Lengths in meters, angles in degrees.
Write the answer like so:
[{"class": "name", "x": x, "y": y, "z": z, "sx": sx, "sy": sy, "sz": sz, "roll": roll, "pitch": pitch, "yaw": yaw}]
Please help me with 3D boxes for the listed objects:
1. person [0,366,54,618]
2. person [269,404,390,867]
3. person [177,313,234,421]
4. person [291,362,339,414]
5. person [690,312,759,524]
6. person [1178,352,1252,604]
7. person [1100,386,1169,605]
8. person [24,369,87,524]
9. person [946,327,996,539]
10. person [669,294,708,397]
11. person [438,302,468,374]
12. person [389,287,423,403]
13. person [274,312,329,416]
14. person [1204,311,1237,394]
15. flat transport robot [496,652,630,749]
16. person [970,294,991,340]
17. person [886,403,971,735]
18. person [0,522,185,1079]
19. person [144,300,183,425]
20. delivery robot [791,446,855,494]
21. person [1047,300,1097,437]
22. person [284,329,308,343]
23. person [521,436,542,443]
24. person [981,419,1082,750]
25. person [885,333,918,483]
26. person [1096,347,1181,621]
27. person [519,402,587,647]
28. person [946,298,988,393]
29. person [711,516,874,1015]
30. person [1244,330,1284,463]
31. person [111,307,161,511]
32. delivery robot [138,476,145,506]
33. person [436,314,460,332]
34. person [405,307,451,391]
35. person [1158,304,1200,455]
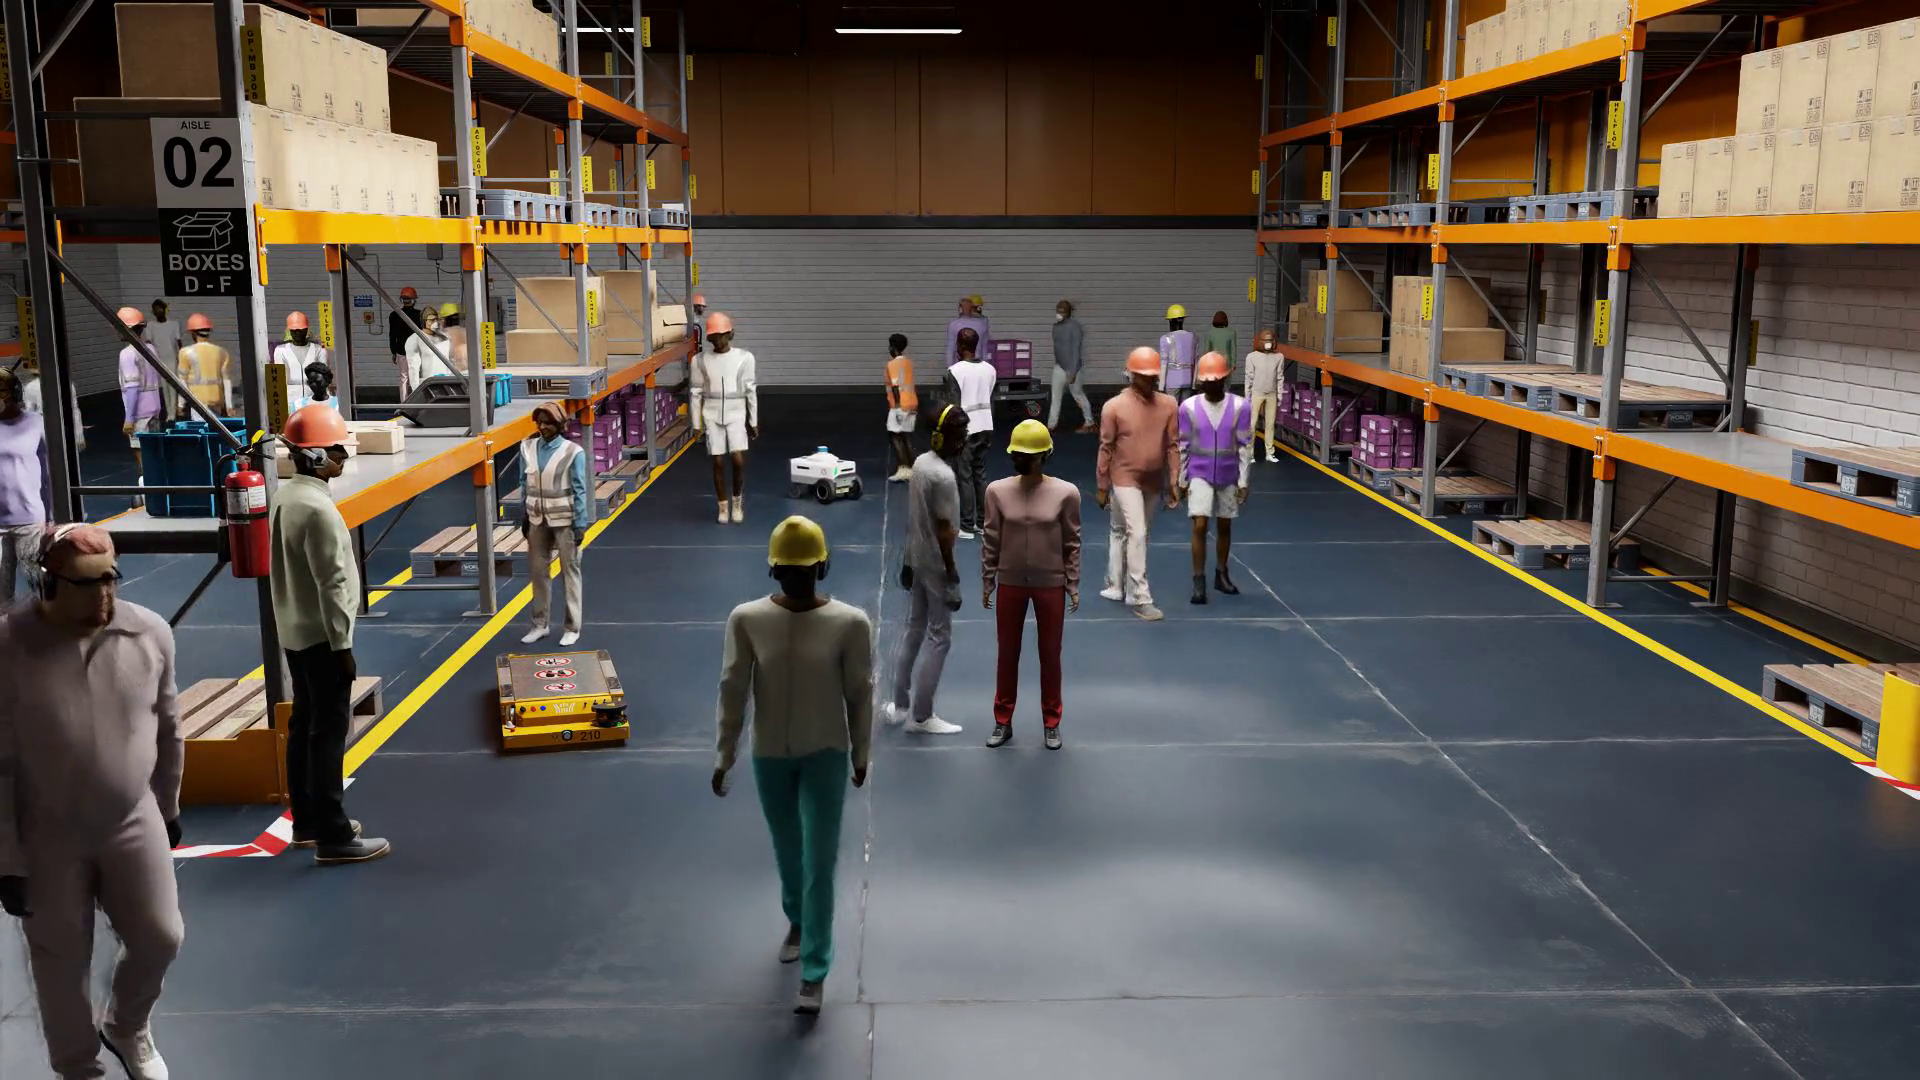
[{"class": "person", "x": -5.759, "y": -0.089, "z": 10.126, "sx": 0.632, "sy": 1.940, "sz": 0.372, "roll": -2, "pitch": 10, "yaw": -9}, {"class": "person", "x": -2.761, "y": 0.405, "z": 7.220, "sx": 0.396, "sy": 1.992, "sz": 0.623, "roll": -8, "pitch": 13, "yaw": -38}, {"class": "person", "x": -8.280, "y": -1.545, "z": 18.362, "sx": 0.900, "sy": 1.907, "sz": 0.539, "roll": 7, "pitch": 12, "yaw": 33}, {"class": "person", "x": -5.290, "y": -0.635, "z": 13.839, "sx": 0.531, "sy": 1.697, "sz": 0.322, "roll": -1, "pitch": 10, "yaw": -4}, {"class": "person", "x": -2.233, "y": -1.132, "z": 15.713, "sx": 0.640, "sy": 2.016, "sz": 0.592, "roll": -1, "pitch": 10, "yaw": -3}, {"class": "person", "x": 1.903, "y": -0.473, "z": 12.485, "sx": 0.547, "sy": 1.882, "sz": 0.694, "roll": 1, "pitch": 10, "yaw": 5}, {"class": "person", "x": 1.279, "y": -0.327, "z": 12.379, "sx": 0.535, "sy": 1.614, "sz": 0.409, "roll": 5, "pitch": 11, "yaw": 27}, {"class": "person", "x": -8.537, "y": -0.948, "z": 15.583, "sx": 0.497, "sy": 1.700, "sz": 0.849, "roll": 2, "pitch": 10, "yaw": 10}, {"class": "person", "x": 0.110, "y": -0.967, "z": 15.106, "sx": 0.383, "sy": 1.911, "sz": 0.602, "roll": 9, "pitch": 13, "yaw": 41}, {"class": "person", "x": -4.222, "y": -2.821, "z": 25.499, "sx": 0.823, "sy": 1.897, "sz": 0.588, "roll": -5, "pitch": 11, "yaw": -24}, {"class": "person", "x": -6.503, "y": -2.113, "z": 21.524, "sx": 0.584, "sy": 1.893, "sz": 0.624, "roll": 9, "pitch": 14, "yaw": 41}, {"class": "person", "x": -8.436, "y": -2.889, "z": 25.577, "sx": 0.622, "sy": 1.990, "sz": 0.394, "roll": 0, "pitch": 10, "yaw": -2}, {"class": "person", "x": -7.060, "y": -1.482, "z": 17.888, "sx": 0.552, "sy": 1.937, "sz": 0.356, "roll": -4, "pitch": 11, "yaw": -23}, {"class": "person", "x": 3.969, "y": -2.678, "z": 25.400, "sx": 0.499, "sy": 1.633, "sz": 0.279, "roll": 2, "pitch": 10, "yaw": 9}, {"class": "flat transport robot", "x": -2.276, "y": 0.870, "z": 9.433, "sx": 0.652, "sy": 0.197, "sz": 1.431, "roll": -3, "pitch": 11, "yaw": -16}, {"class": "person", "x": 0.255, "y": -3.046, "z": 26.891, "sx": 0.588, "sy": 1.834, "sz": 0.403, "roll": 7, "pitch": 12, "yaw": 34}, {"class": "person", "x": -0.181, "y": 0.151, "z": 9.105, "sx": 0.344, "sy": 1.830, "sz": 0.730, "roll": -4, "pitch": 11, "yaw": -23}, {"class": "person", "x": -2.624, "y": 0.866, "z": 4.999, "sx": 0.417, "sy": 1.882, "sz": 0.652, "roll": 9, "pitch": 13, "yaw": 40}, {"class": "person", "x": -11.735, "y": -2.610, "z": 24.498, "sx": 0.539, "sy": 1.817, "sz": 0.962, "roll": -2, "pitch": 10, "yaw": -11}, {"class": "delivery robot", "x": -1.427, "y": -0.729, "z": 17.284, "sx": 0.707, "sy": 0.478, "sz": 0.477, "roll": 8, "pitch": 13, "yaw": 39}, {"class": "person", "x": 1.523, "y": -2.372, "z": 23.025, "sx": 0.950, "sy": 1.896, "sz": 0.634, "roll": -8, "pitch": 13, "yaw": -38}, {"class": "person", "x": -7.591, "y": -1.583, "z": 19.033, "sx": 0.552, "sy": 1.719, "sz": 0.889, "roll": 5, "pitch": 11, "yaw": 27}, {"class": "person", "x": -5.428, "y": -2.036, "z": 21.283, "sx": 0.618, "sy": 1.836, "sz": 0.430, "roll": -6, "pitch": 12, "yaw": -32}, {"class": "person", "x": 0.372, "y": 0.240, "z": 8.780, "sx": 0.533, "sy": 1.765, "sz": 0.322, "roll": 2, "pitch": 10, "yaw": 9}, {"class": "person", "x": -0.643, "y": -1.481, "z": 18.628, "sx": 0.422, "sy": 1.660, "sz": 0.551, "roll": 5, "pitch": 11, "yaw": 25}, {"class": "person", "x": 1.262, "y": -0.446, "z": 12.110, "sx": 0.598, "sy": 1.954, "sz": 0.967, "roll": -5, "pitch": 11, "yaw": -24}, {"class": "person", "x": -2.699, "y": -0.105, "z": 11.076, "sx": 0.523, "sy": 1.635, "sz": 0.318, "roll": 4, "pitch": 11, "yaw": 22}, {"class": "person", "x": 0.096, "y": -2.487, "z": 23.612, "sx": 0.668, "sy": 1.890, "sz": 0.666, "roll": -5, "pitch": 11, "yaw": -27}, {"class": "person", "x": -0.590, "y": 0.777, "z": 5.905, "sx": 0.542, "sy": 1.728, "sz": 0.896, "roll": 1, "pitch": 10, "yaw": 6}, {"class": "person", "x": 3.693, "y": -1.745, "z": 20.232, "sx": 0.493, "sy": 1.627, "sz": 0.284, "roll": -2, "pitch": 10, "yaw": -11}, {"class": "person", "x": -8.083, "y": -1.260, "z": 16.361, "sx": 0.391, "sy": 2.040, "sz": 0.614, "roll": 0, "pitch": 10, "yaw": -2}, {"class": "delivery robot", "x": -7.625, "y": -0.484, "z": 15.921, "sx": 0.477, "sy": 0.478, "sz": 0.707, "roll": -7, "pitch": 12, "yaw": -34}, {"class": "person", "x": -7.009, "y": -2.332, "z": 22.978, "sx": 0.610, "sy": 1.802, "sz": 0.591, "roll": -6, "pitch": 12, "yaw": -31}, {"class": "person", "x": -6.066, "y": -1.705, "z": 19.129, "sx": 0.372, "sy": 1.940, "sz": 0.631, "roll": 5, "pitch": 11, "yaw": 25}, {"class": "person", "x": 2.654, "y": -1.918, "z": 20.381, "sx": 0.588, "sy": 1.918, "sz": 0.397, "roll": -6, "pitch": 12, "yaw": -30}]
